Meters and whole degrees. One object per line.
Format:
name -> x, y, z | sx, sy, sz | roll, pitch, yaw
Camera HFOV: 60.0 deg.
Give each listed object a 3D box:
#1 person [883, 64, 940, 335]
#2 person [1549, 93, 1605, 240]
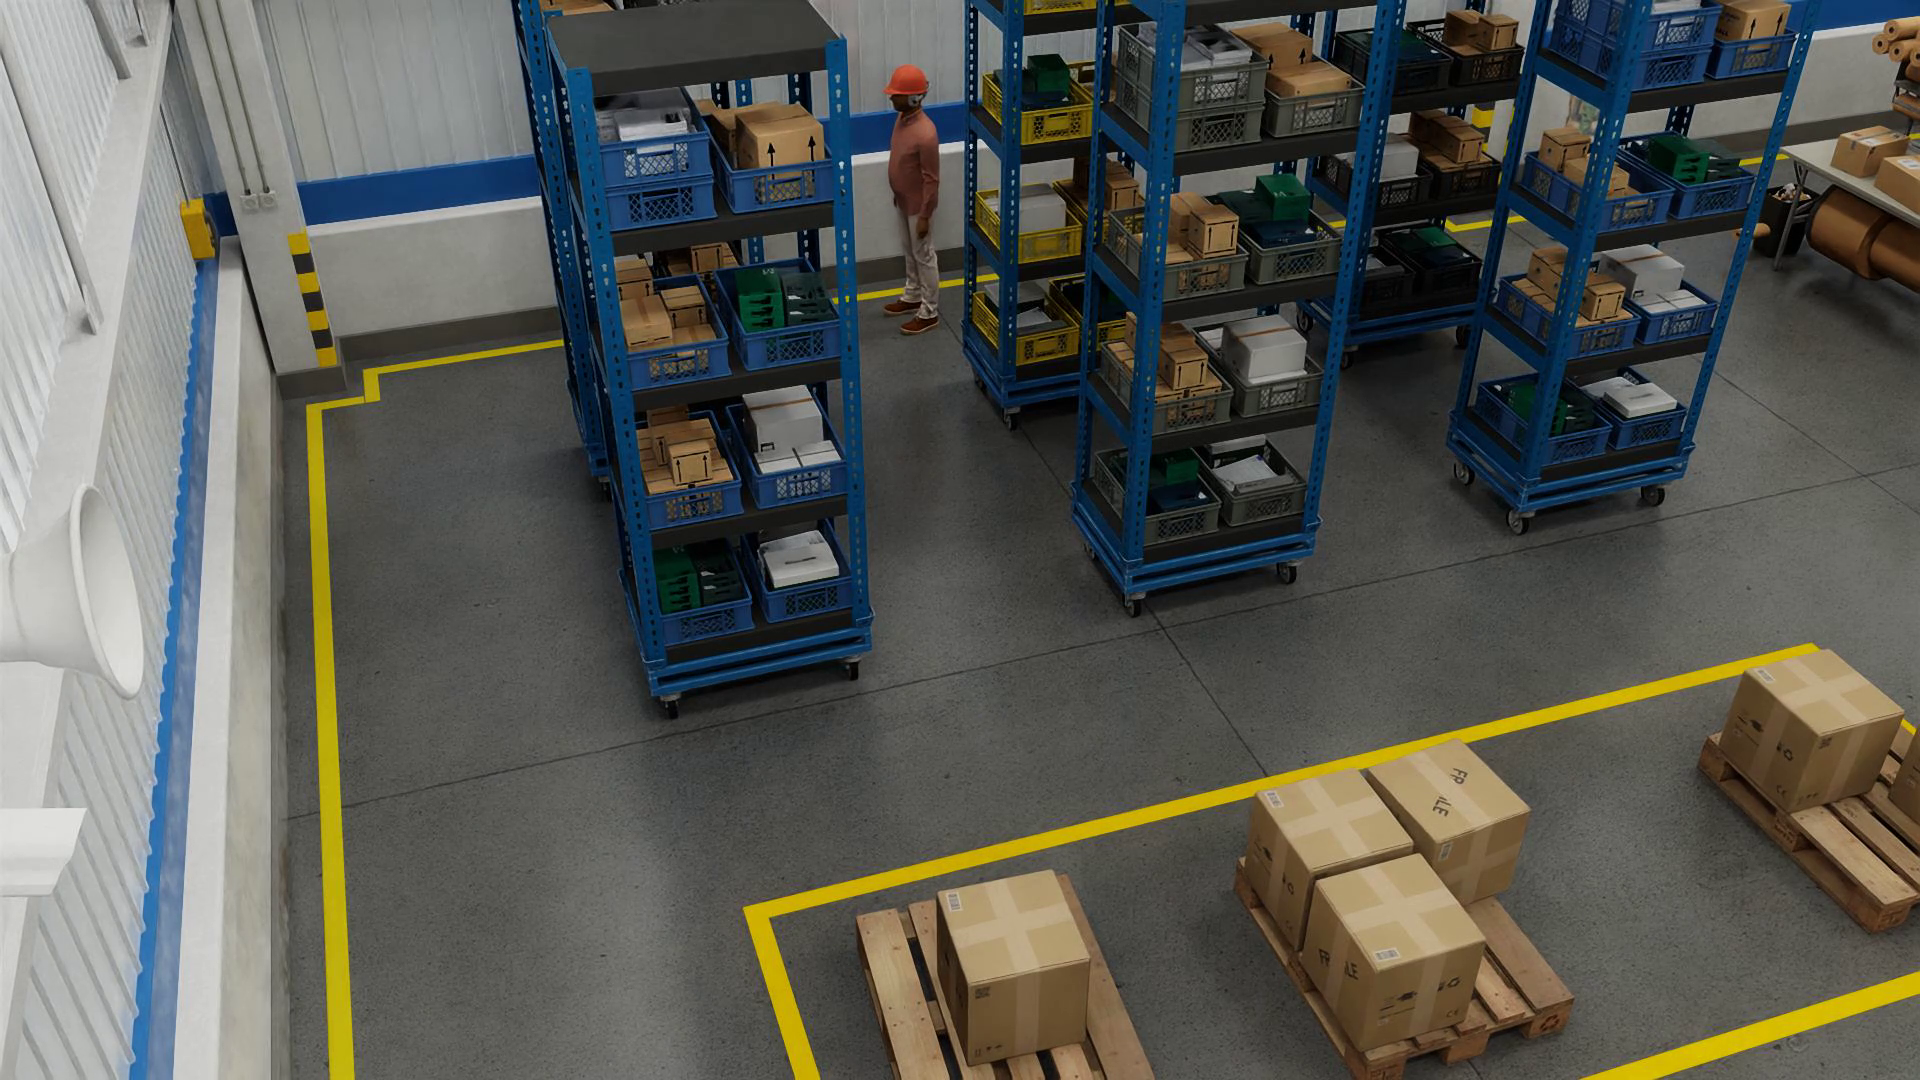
person -> -0.346, -2.459, 12.033 | 0.379, 1.996, 0.609 | -13, 37, -18
person -> 5.031, -3.251, 13.470 | 0.321, 1.628, 0.527 | 7, 36, 10
